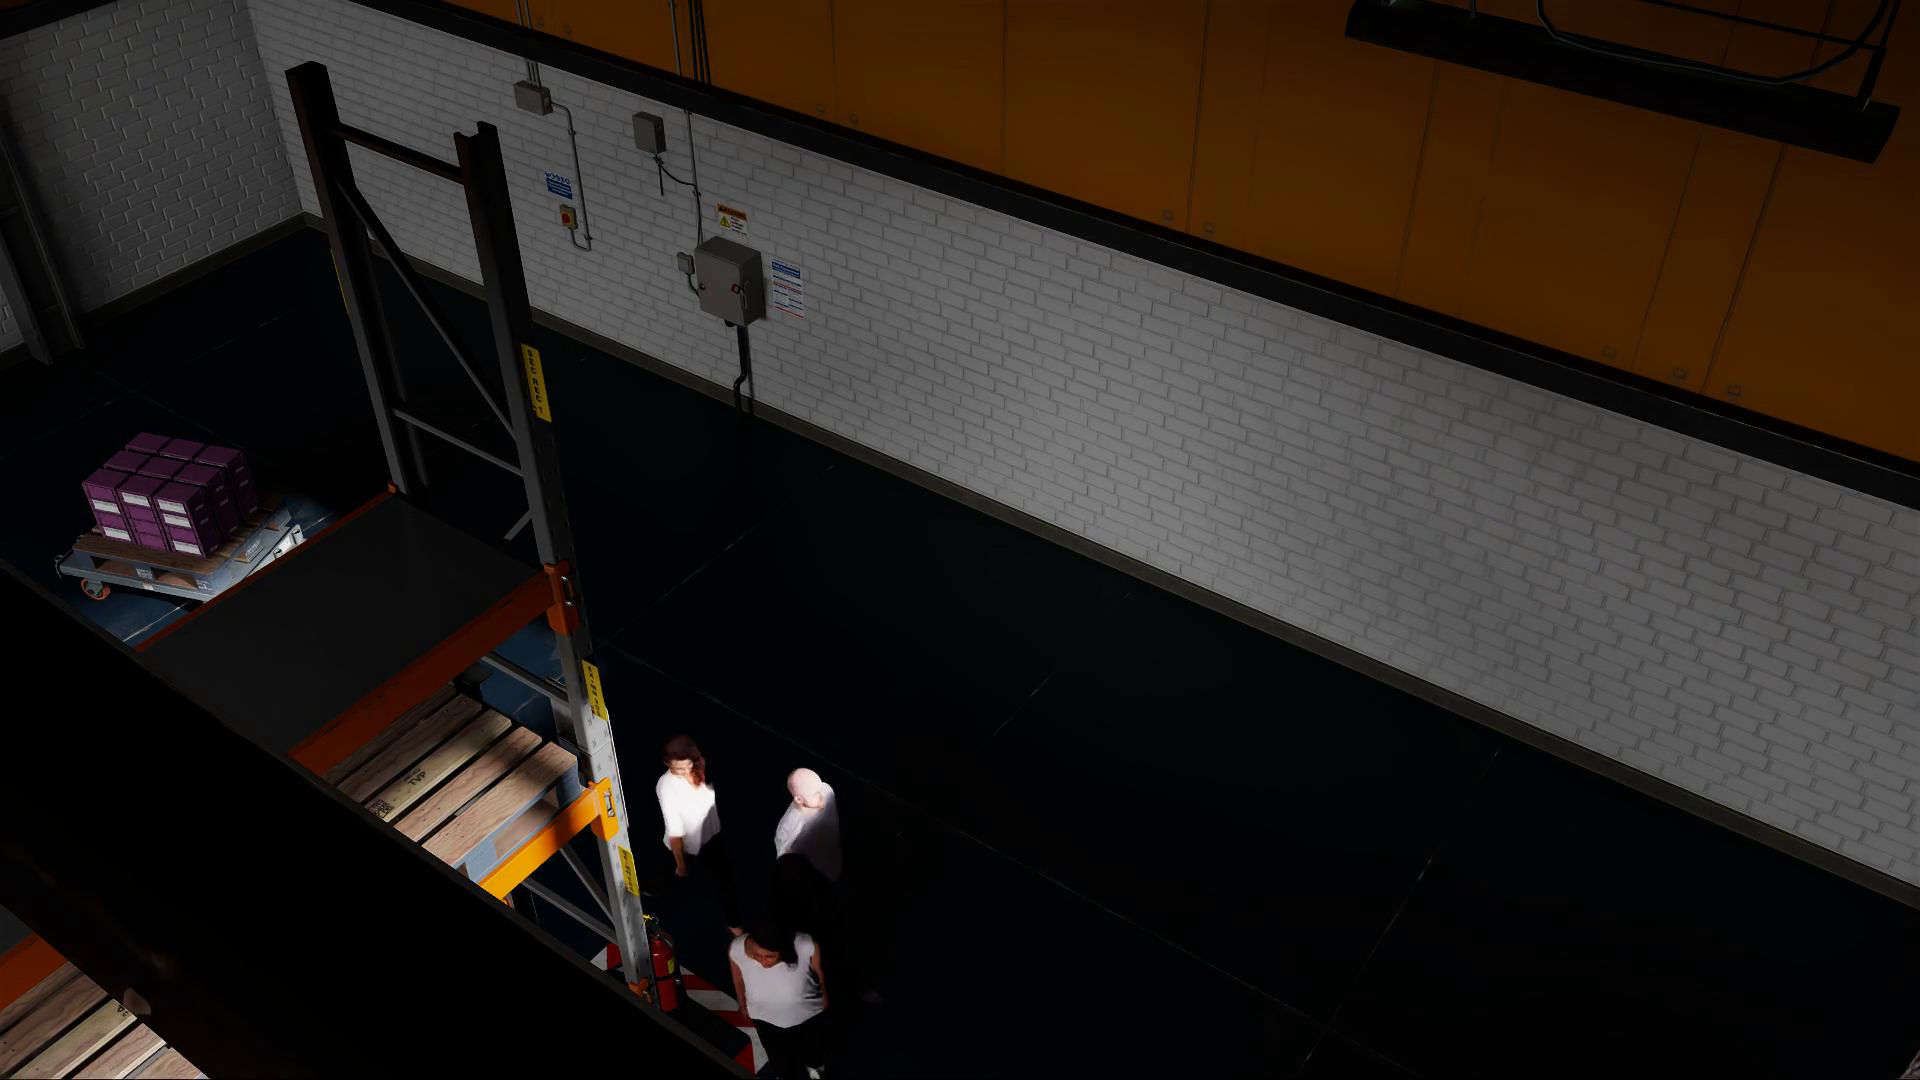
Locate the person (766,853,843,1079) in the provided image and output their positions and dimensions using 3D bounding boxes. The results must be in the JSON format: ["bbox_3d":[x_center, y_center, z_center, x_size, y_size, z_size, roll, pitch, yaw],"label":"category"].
[{"bbox_3d":[-0.864,2.405,9.266,0.970,1.591,0.984,-9,39,-11],"label":"person"}]

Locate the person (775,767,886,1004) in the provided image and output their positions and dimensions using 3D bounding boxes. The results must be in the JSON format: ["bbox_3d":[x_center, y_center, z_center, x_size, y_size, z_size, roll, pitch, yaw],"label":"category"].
[{"bbox_3d":[-0.922,1.932,9.674,0.925,1.822,1.177,13,40,16],"label":"person"}]

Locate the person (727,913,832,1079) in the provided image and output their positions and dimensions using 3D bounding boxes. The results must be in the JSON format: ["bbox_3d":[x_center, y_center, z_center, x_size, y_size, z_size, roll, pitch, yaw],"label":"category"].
[{"bbox_3d":[-0.938,2.487,9.105,0.840,1.664,0.890,0,39,0],"label":"person"}]

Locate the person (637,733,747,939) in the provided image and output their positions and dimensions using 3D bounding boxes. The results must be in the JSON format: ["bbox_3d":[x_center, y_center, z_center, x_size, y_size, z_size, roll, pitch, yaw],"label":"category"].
[{"bbox_3d":[-1.695,1.774,9.923,0.771,1.758,1.090,16,41,19],"label":"person"}]
